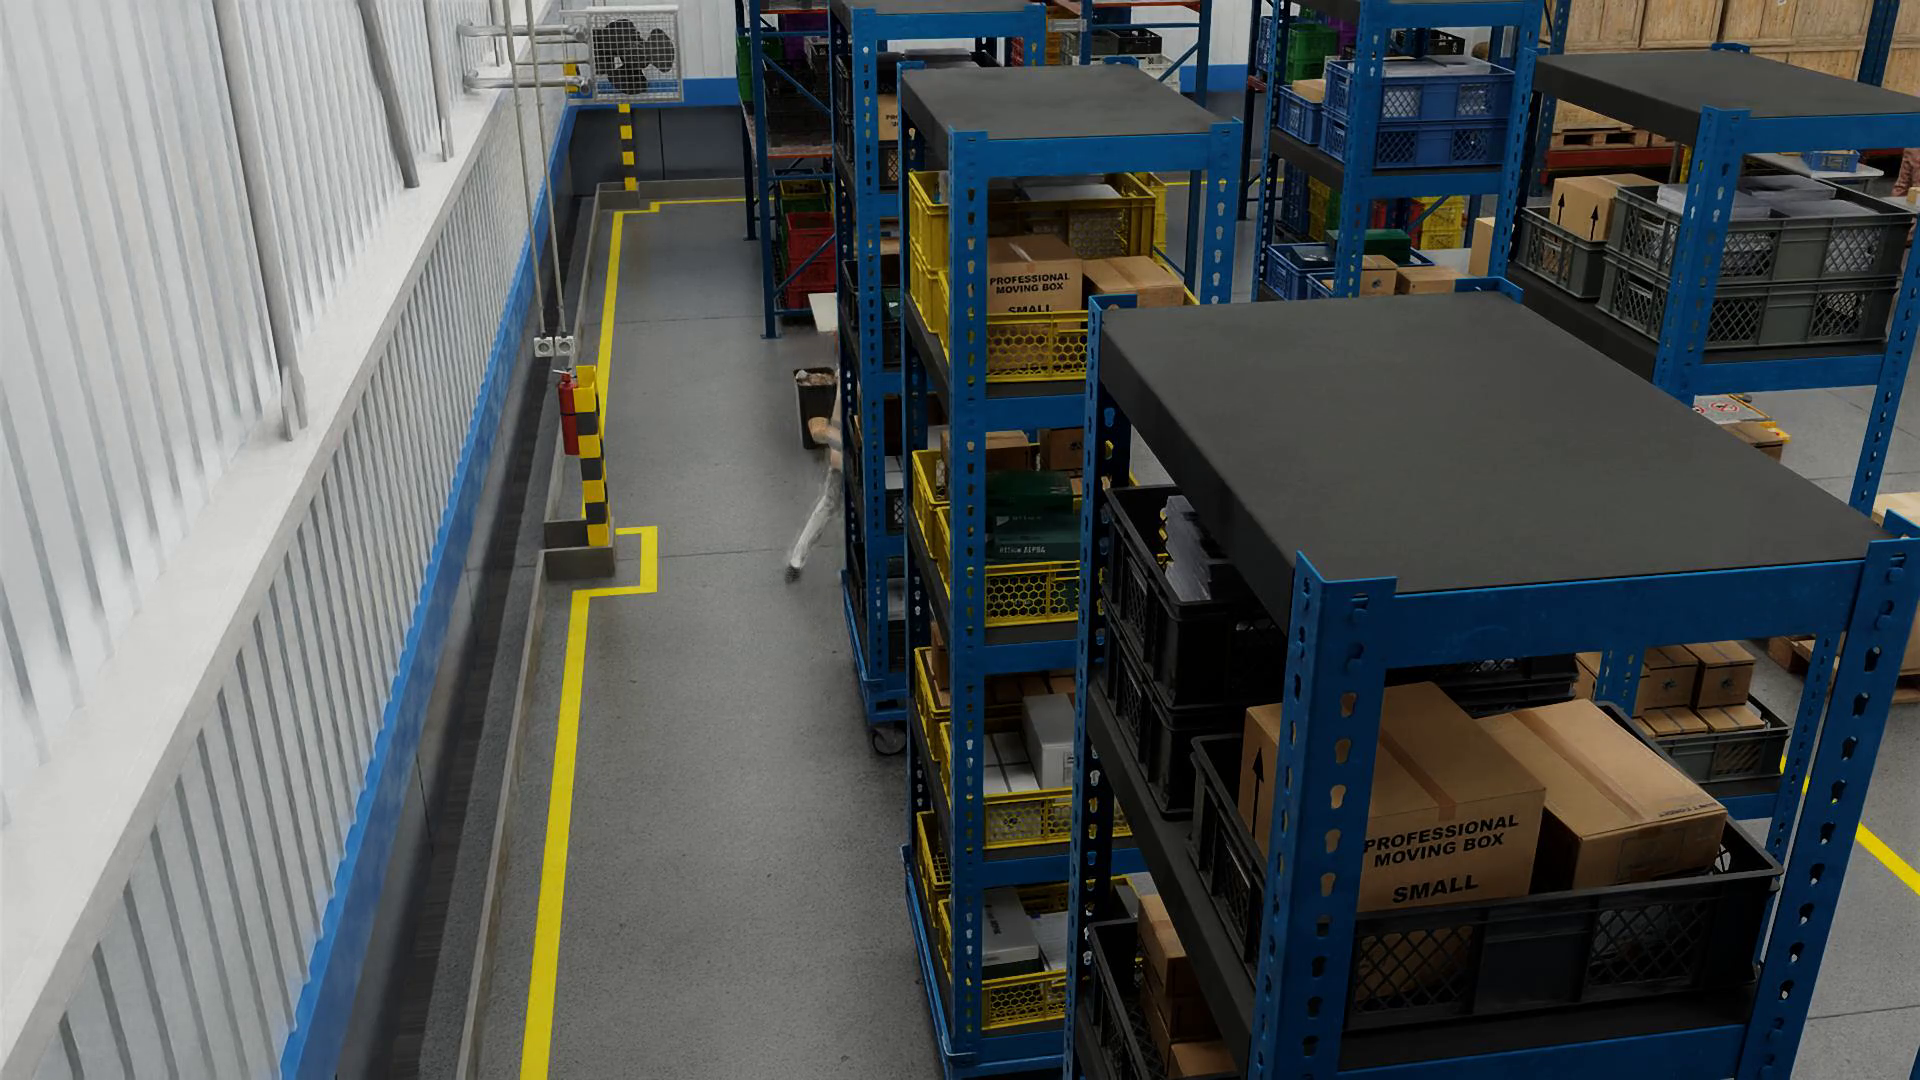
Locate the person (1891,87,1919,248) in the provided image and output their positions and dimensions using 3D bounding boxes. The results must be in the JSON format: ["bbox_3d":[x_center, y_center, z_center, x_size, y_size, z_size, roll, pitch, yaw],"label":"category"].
[{"bbox_3d":[9.832,-3.935,16.894,0.396,1.899,0.643,0,25,0],"label":"person"}]

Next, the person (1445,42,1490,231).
[{"bbox_3d":[5.398,-4.270,17.602,0.395,1.933,0.653,10,27,21],"label":"person"}]

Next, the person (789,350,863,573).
[{"bbox_3d":[-0.716,-0.466,9.701,0.631,1.606,0.566,-7,26,-14],"label":"person"}]
